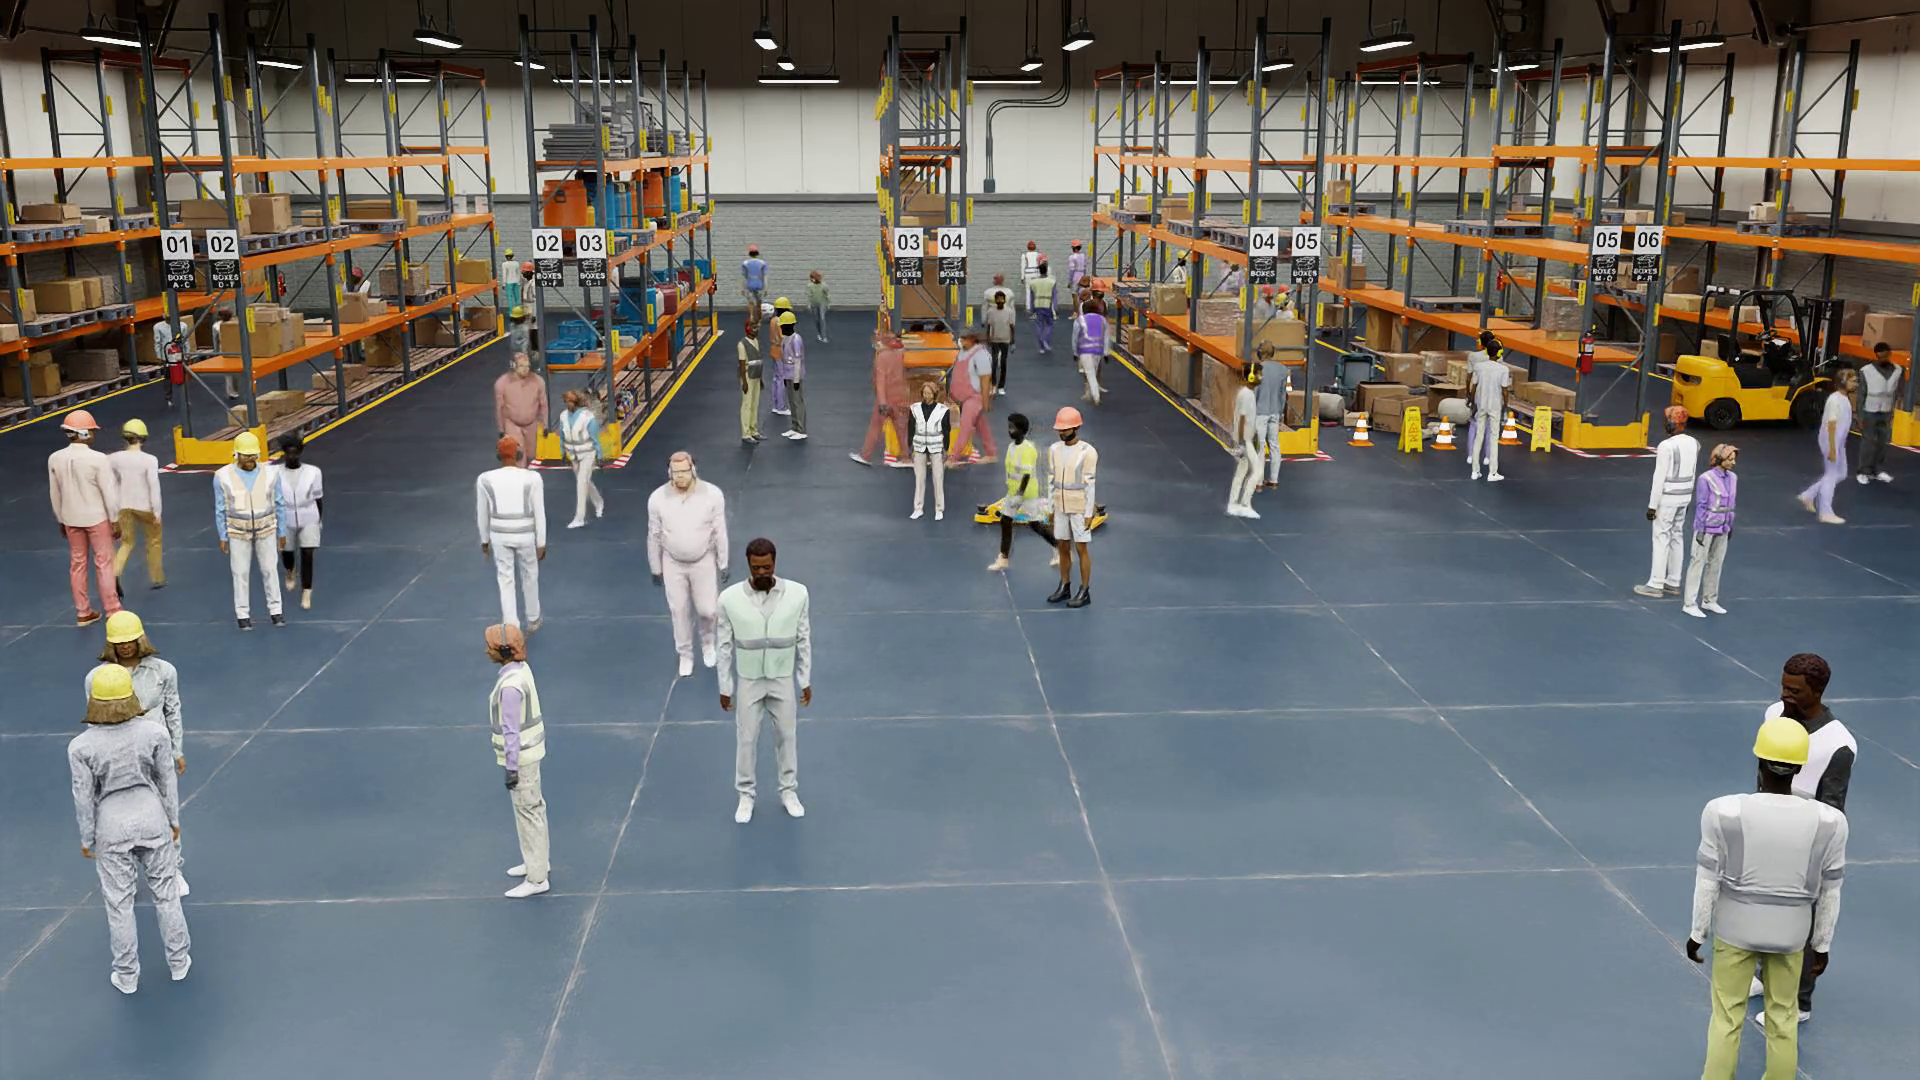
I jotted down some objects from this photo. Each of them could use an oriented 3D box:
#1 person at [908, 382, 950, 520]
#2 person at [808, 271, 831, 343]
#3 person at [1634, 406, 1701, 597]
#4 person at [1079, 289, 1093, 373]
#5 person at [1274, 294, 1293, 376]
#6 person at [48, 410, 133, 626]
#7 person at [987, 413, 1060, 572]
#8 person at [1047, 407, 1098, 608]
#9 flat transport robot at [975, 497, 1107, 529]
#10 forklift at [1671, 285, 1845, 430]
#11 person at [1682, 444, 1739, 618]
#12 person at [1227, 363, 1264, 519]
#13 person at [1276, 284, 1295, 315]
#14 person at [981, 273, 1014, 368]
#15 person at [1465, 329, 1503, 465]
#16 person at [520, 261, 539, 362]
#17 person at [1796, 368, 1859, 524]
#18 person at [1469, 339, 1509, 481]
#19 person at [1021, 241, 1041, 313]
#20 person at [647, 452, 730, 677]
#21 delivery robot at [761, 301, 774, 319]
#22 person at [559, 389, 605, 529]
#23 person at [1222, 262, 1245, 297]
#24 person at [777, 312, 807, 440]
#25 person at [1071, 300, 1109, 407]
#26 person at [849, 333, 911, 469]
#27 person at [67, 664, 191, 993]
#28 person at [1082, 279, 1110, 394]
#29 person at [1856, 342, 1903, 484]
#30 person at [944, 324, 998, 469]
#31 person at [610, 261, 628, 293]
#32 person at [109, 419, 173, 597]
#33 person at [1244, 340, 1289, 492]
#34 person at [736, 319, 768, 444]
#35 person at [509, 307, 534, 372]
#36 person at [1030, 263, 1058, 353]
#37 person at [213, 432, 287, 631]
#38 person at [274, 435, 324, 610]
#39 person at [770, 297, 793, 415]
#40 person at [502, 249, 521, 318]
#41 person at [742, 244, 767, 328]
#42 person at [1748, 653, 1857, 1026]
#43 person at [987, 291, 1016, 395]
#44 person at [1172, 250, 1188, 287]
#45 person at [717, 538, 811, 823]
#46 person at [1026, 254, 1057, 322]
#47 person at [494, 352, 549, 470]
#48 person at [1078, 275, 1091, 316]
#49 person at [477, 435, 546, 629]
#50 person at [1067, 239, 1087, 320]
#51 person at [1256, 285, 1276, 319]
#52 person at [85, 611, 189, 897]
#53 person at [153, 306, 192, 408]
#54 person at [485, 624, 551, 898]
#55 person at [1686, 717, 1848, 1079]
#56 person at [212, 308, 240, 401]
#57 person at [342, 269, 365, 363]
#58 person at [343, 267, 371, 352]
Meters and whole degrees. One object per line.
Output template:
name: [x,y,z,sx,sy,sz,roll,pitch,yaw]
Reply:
person: [-0.367,-1.051,19.574,0.514,1.643,0.307,3,14,14]
person: [-3.168,-5.293,37.649,0.507,1.585,0.682,4,14,16]
person: [6.926,-0.376,16.222,0.579,1.880,0.374,-9,16,-33]
person: [2.456,-4.072,32.393,0.280,1.633,0.500,3,14,11]
person: [5.897,-3.614,30.280,0.501,1.721,0.736,-5,14,-19]
person: [-7.949,-0.190,15.180,0.612,1.990,0.392,2,13,9]
person: [0.706,-0.500,17.192,0.823,1.665,0.520,-7,15,-27]
person: [1.042,-0.312,15.843,0.539,1.929,0.388,11,17,38]
flat transport robot: [0.950,-0.325,19.436,1.431,0.197,0.652,5,14,19]
forklift: [12.503,-2.886,26.166,2.313,2.155,1.214,-1,13,-3]
person: [7.040,-0.091,15.542,0.518,1.633,0.313,-7,15,-28]
person: [3.439,-1.174,19.646,0.575,1.848,0.548,3,14,14]
person: [6.227,-4.047,32.027,0.325,1.752,0.559,8,16,31]
person: [0.777,-4.373,33.176,0.646,1.873,0.913,-5,14,-21]
person: [7.246,-1.976,22.997,0.514,1.876,0.328,8,16,31]
person: [-8.778,-4.662,34.002,0.364,2.048,0.608,-8,15,-30]
person: [10.145,-1.103,19.399,0.476,1.834,0.524,11,17,40]
person: [6.969,-1.710,21.880,0.534,1.869,0.311,11,17,39]
person: [1.909,-6.991,44.220,0.573,1.884,0.359,-2,13,-7]
person: [-2.243,0.202,13.724,0.682,1.890,0.426,-1,13,-4]
delivery robot: [-4.848,-5.731,41.521,0.477,0.478,0.707,1,14,3]
person: [-4.362,-0.980,19.370,0.555,1.598,0.809,7,15,27]
person: [6.566,-5.794,39.352,0.595,1.788,0.903,-10,17,-38]
person: [-2.539,-2.474,25.025,0.410,1.918,0.585,-6,14,-23]
person: [2.246,-3.182,28.313,0.617,1.793,0.977,-5,14,-21]
person: [-1.064,-1.904,22.769,0.973,1.836,0.711,8,15,30]
person: [-4.301,1.484,8.616,0.484,1.745,0.296,-9,16,-32]
person: [2.435,-3.582,29.438,0.370,2.044,0.608,13,18,43]
person: [11.889,-1.647,21.604,0.629,1.873,0.448,-2,13,-8]
person: [0.090,-1.999,22.737,1.077,2.000,0.696,-6,15,-24]
person: [-7.658,-5.447,37.476,0.410,1.987,0.607,-4,14,-16]
person: [-8.074,-0.304,16.227,0.545,1.736,0.764,1,13,6]
person: [3.872,-1.578,21.170,0.627,1.941,0.373,-7,15,-26]
person: [-3.110,-2.369,24.720,0.390,1.846,0.564,5,14,19]
person: [-7.533,-3.167,28.458,0.540,1.670,0.895,9,16,32]
person: [1.831,-4.987,35.702,0.636,1.892,0.724,4,14,15]
person: [-6.417,-0.084,15.091,0.594,1.825,0.403,-7,15,-28]
person: [-6.352,-0.205,15.907,0.538,1.673,0.652,-5,14,-21]
person: [-2.915,-3.017,27.291,0.380,1.924,0.593,-5,14,-22]
person: [-11.564,-6.604,42.834,0.312,1.768,0.529,10,17,36]
person: [-4.966,-6.122,40.240,0.617,2.029,0.720,-1,13,-5]
person: [4.172,1.476,8.300,0.397,1.911,0.588,-2,13,-8]
person: [0.733,-3.482,29.435,0.513,1.853,0.510,-1,13,-4]
person: [5.235,-5.920,39.591,0.382,1.924,0.594,6,15,25]
person: [-1.271,0.901,10.763,0.606,1.905,0.407,-4,14,-15]
person: [2.082,-6.310,41.732,0.925,1.705,0.570,8,15,30]
person: [-5.526,-1.468,20.910,0.654,1.862,0.813,-8,16,-31]
person: [2.680,-4.876,35.796,0.271,1.632,0.508,-2,13,-8]
person: [-3.955,-0.021,14.759,0.595,1.841,0.938,-2,13,-8]
person: [2.945,-6.603,42.234,0.393,2.041,0.614,13,18,43]
person: [5.988,-4.027,31.972,0.614,1.735,0.583,11,17,40]
person: [-4.738,1.251,9.606,0.484,1.744,0.294,-7,15,-28]
person: [-13.271,-3.115,28.080,0.575,1.749,0.335,-12,18,-41]
person: [-2.588,1.275,9.752,0.318,1.630,0.513,-3,14,-11]
person: [3.508,1.703,7.295,0.594,1.926,0.367,3,14,12]
person: [-12.695,-3.230,28.907,0.505,1.582,0.874,-6,14,-22]
person: [-12.396,-4.565,33.947,0.381,1.892,0.678,4,14,18]
person: [-12.896,-4.936,35.639,0.608,1.822,0.501,-3,14,-14]
